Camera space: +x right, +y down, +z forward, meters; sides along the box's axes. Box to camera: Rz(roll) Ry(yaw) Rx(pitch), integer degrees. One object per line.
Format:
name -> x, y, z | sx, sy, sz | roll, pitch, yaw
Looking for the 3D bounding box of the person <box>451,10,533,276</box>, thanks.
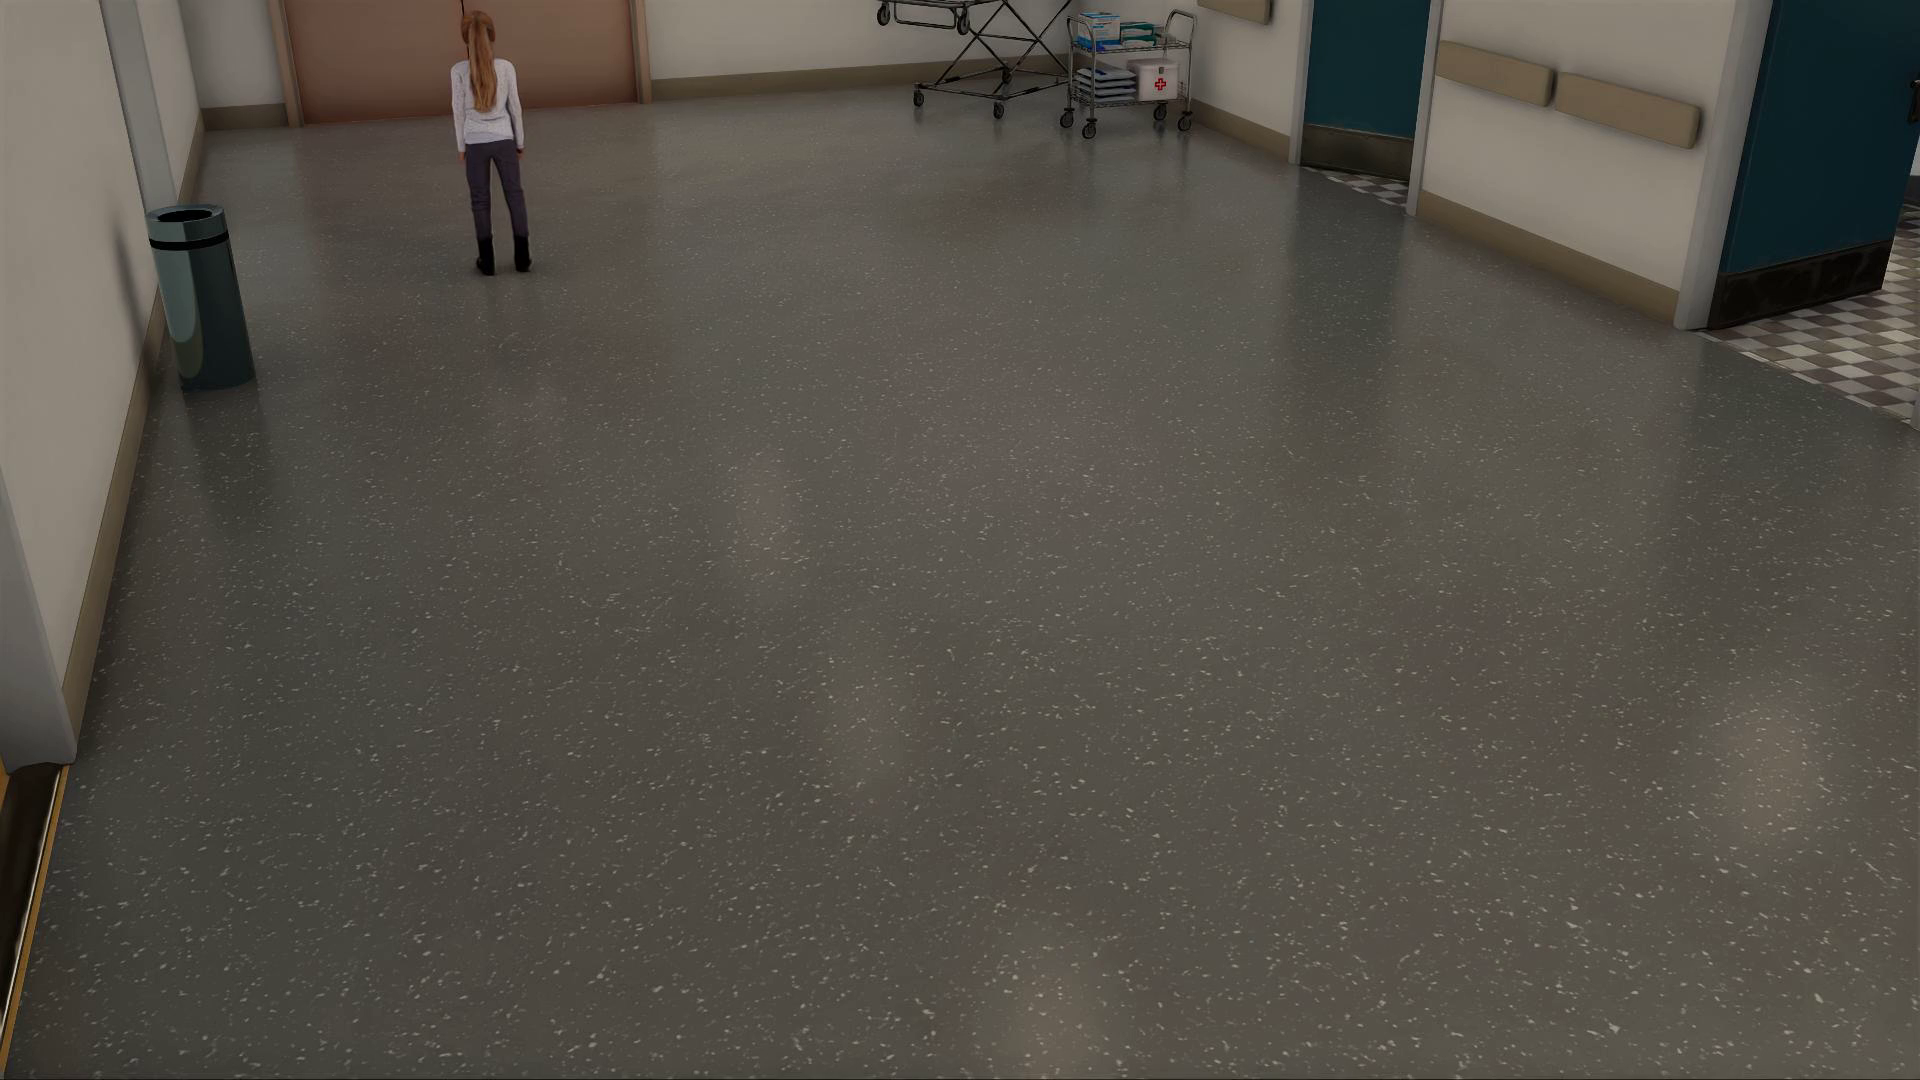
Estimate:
person -> -2.334, -1.967, 8.258 | 0.475, 1.277, 0.484 | -10, 27, -20
